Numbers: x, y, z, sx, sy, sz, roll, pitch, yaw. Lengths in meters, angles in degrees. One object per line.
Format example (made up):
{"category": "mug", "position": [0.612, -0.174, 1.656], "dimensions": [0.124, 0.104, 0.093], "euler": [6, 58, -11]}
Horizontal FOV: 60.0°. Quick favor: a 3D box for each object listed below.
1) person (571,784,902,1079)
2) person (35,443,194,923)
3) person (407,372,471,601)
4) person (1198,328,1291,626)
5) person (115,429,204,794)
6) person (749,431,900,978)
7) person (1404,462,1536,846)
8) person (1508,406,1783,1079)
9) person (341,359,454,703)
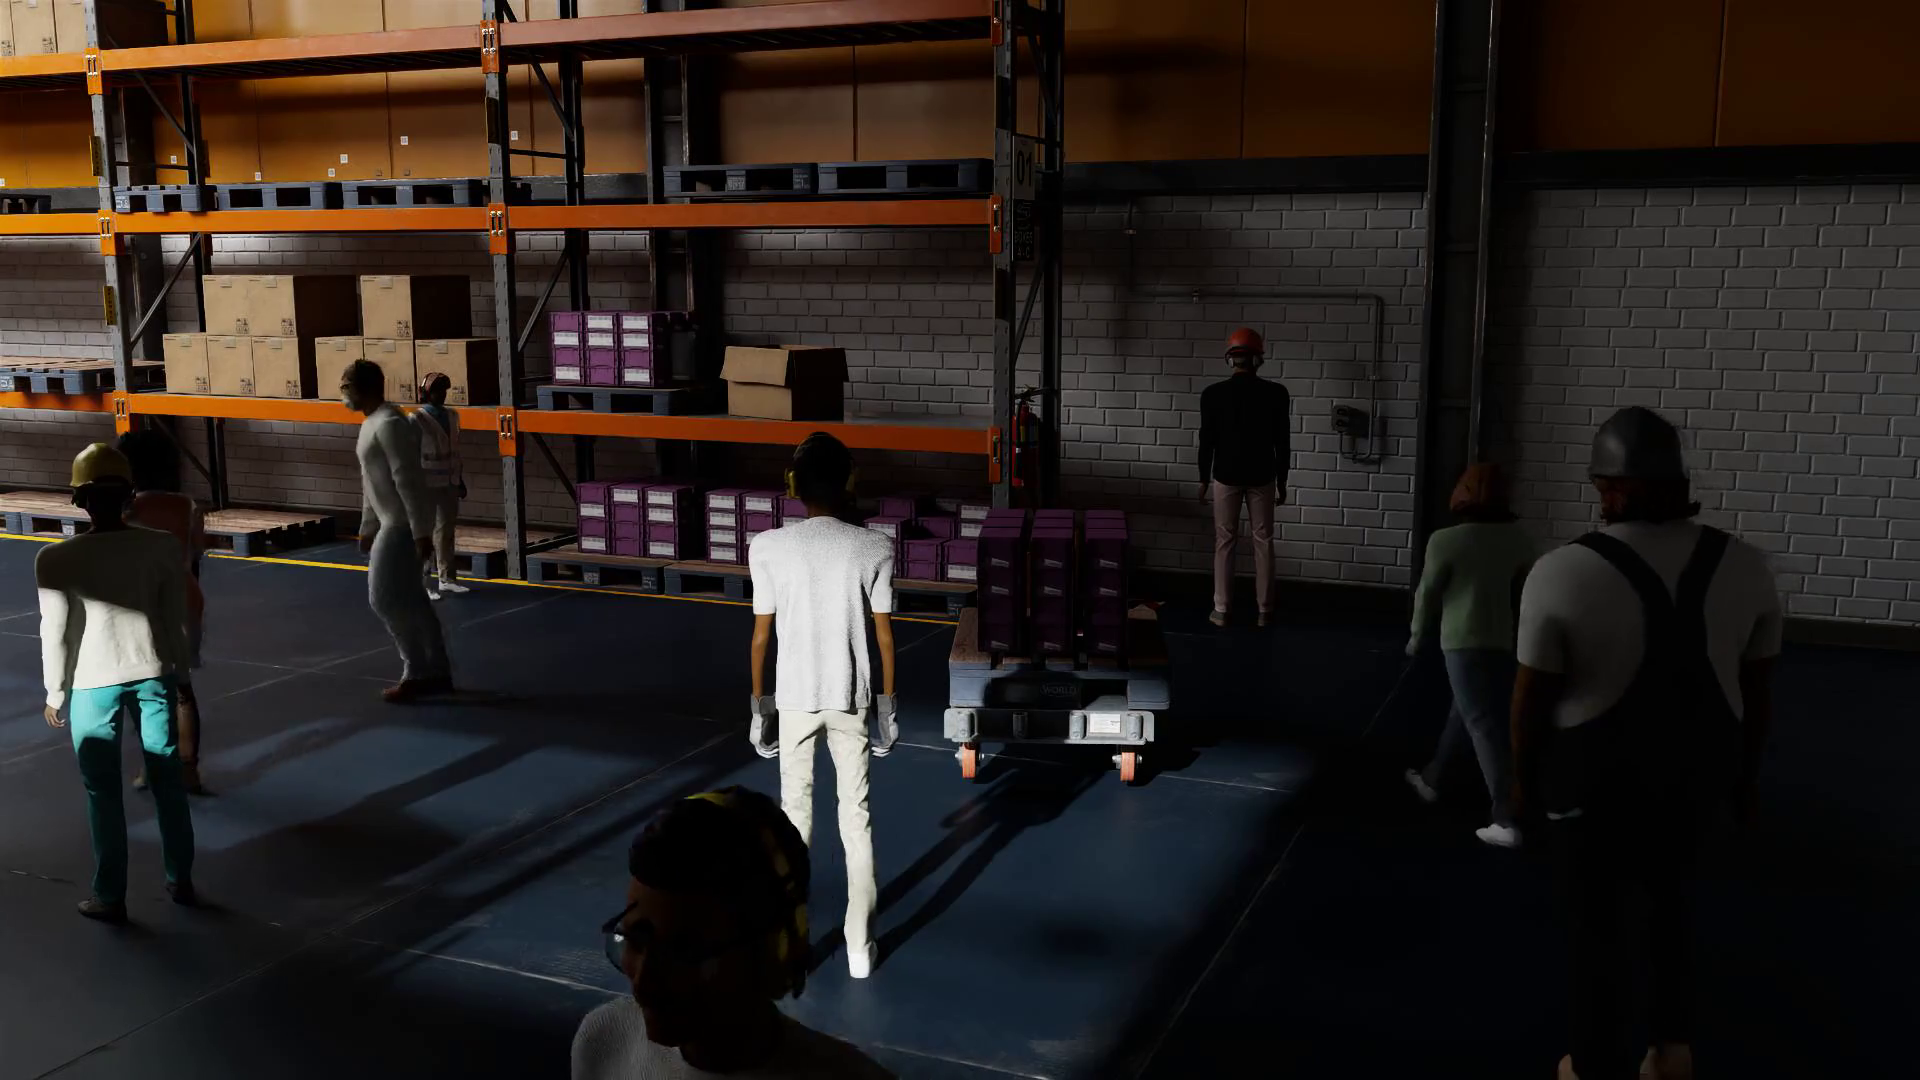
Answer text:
{"category": "person", "position": [-0.242, 1.167, 2.118], "dimensions": [0.506, 1.847, 0.811], "euler": [6, 11, 32]}
{"category": "person", "position": [-3.114, 0.523, 6.159], "dimensions": [0.310, 1.768, 0.533], "euler": [9, 13, 42]}
{"category": "person", "position": [-3.776, -0.392, 12.018], "dimensions": [0.308, 1.639, 0.524], "euler": [4, 10, 24]}
{"category": "person", "position": [1.892, -0.410, 11.091], "dimensions": [0.608, 1.988, 0.392], "euler": [1, 10, 6]}
{"category": "person", "position": [-3.639, 0.339, 7.510], "dimensions": [0.381, 1.679, 0.547], "euler": [4, 10, 25]}
{"category": "person", "position": [-0.458, 0.567, 5.633], "dimensions": [0.511, 1.862, 0.324], "euler": [-1, 10, -8]}
{"category": "person", "position": [2.186, 0.457, 7.101], "dimensions": [0.493, 1.571, 0.873], "euler": [-3, 10, -19]}
{"category": "person", "position": [1.871, 0.630, 4.701], "dimensions": [0.698, 2.000, 0.536], "euler": [0, 9, -2]}
{"category": "person", "position": [-3.118, -0.055, 9.242], "dimensions": [0.543, 1.891, 0.656], "euler": [-4, 10, -24]}
